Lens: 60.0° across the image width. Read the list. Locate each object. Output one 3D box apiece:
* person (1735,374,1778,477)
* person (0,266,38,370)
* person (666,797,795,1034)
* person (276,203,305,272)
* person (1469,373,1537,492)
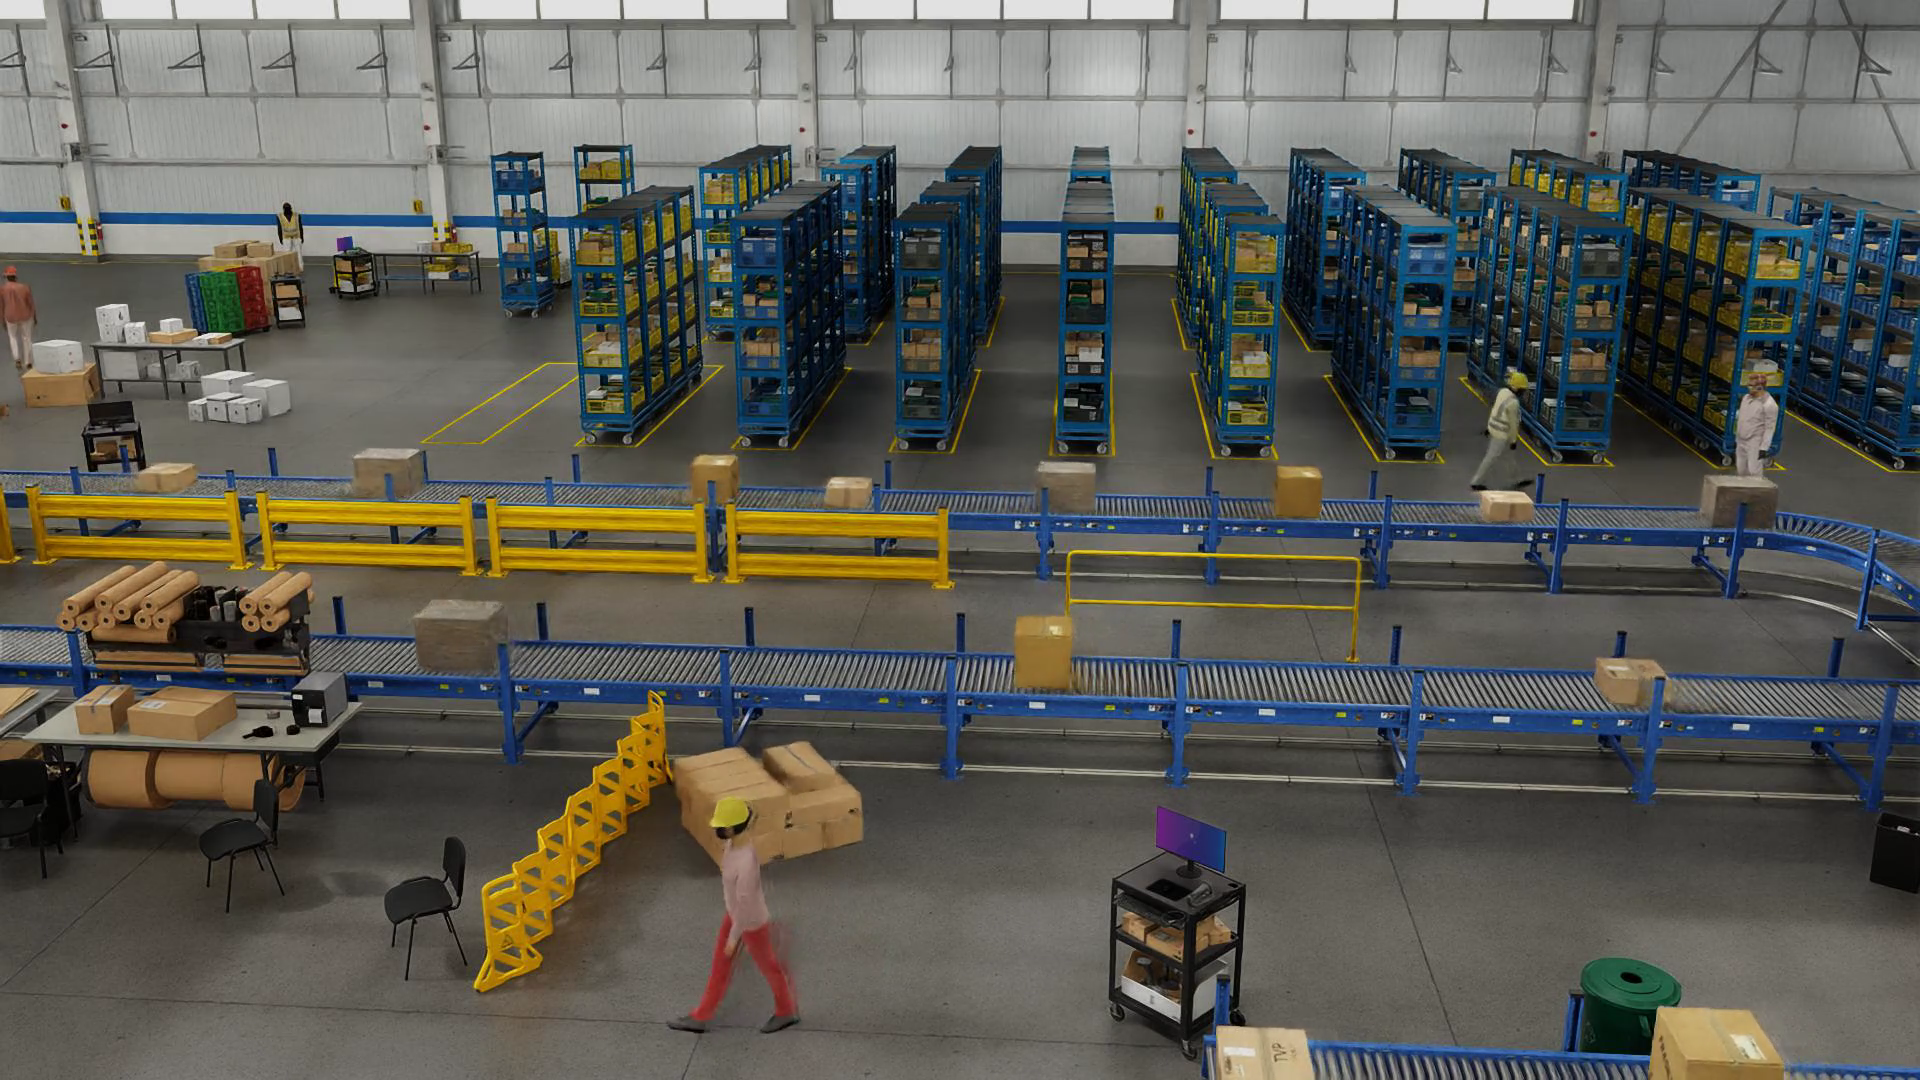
[{"bbox_3d":[10.763,-1.323,22.648,0.399,1.902,0.642,-3,18,-10],"label":"person"},{"bbox_3d":[-18.039,-4.271,31.885,0.617,1.972,0.710,-8,19,-24],"label":"person"},{"bbox_3d":[-1.494,2.484,10.841,0.881,1.723,0.538,-7,19,-21],"label":"person"},{"bbox_3d":[-17.661,-7.984,43.910,0.634,1.831,0.429,-7,19,-22],"label":"person"},{"bbox_3d":[7.718,-1.516,23.495,0.951,1.761,0.623,1,18,5],"label":"person"}]
